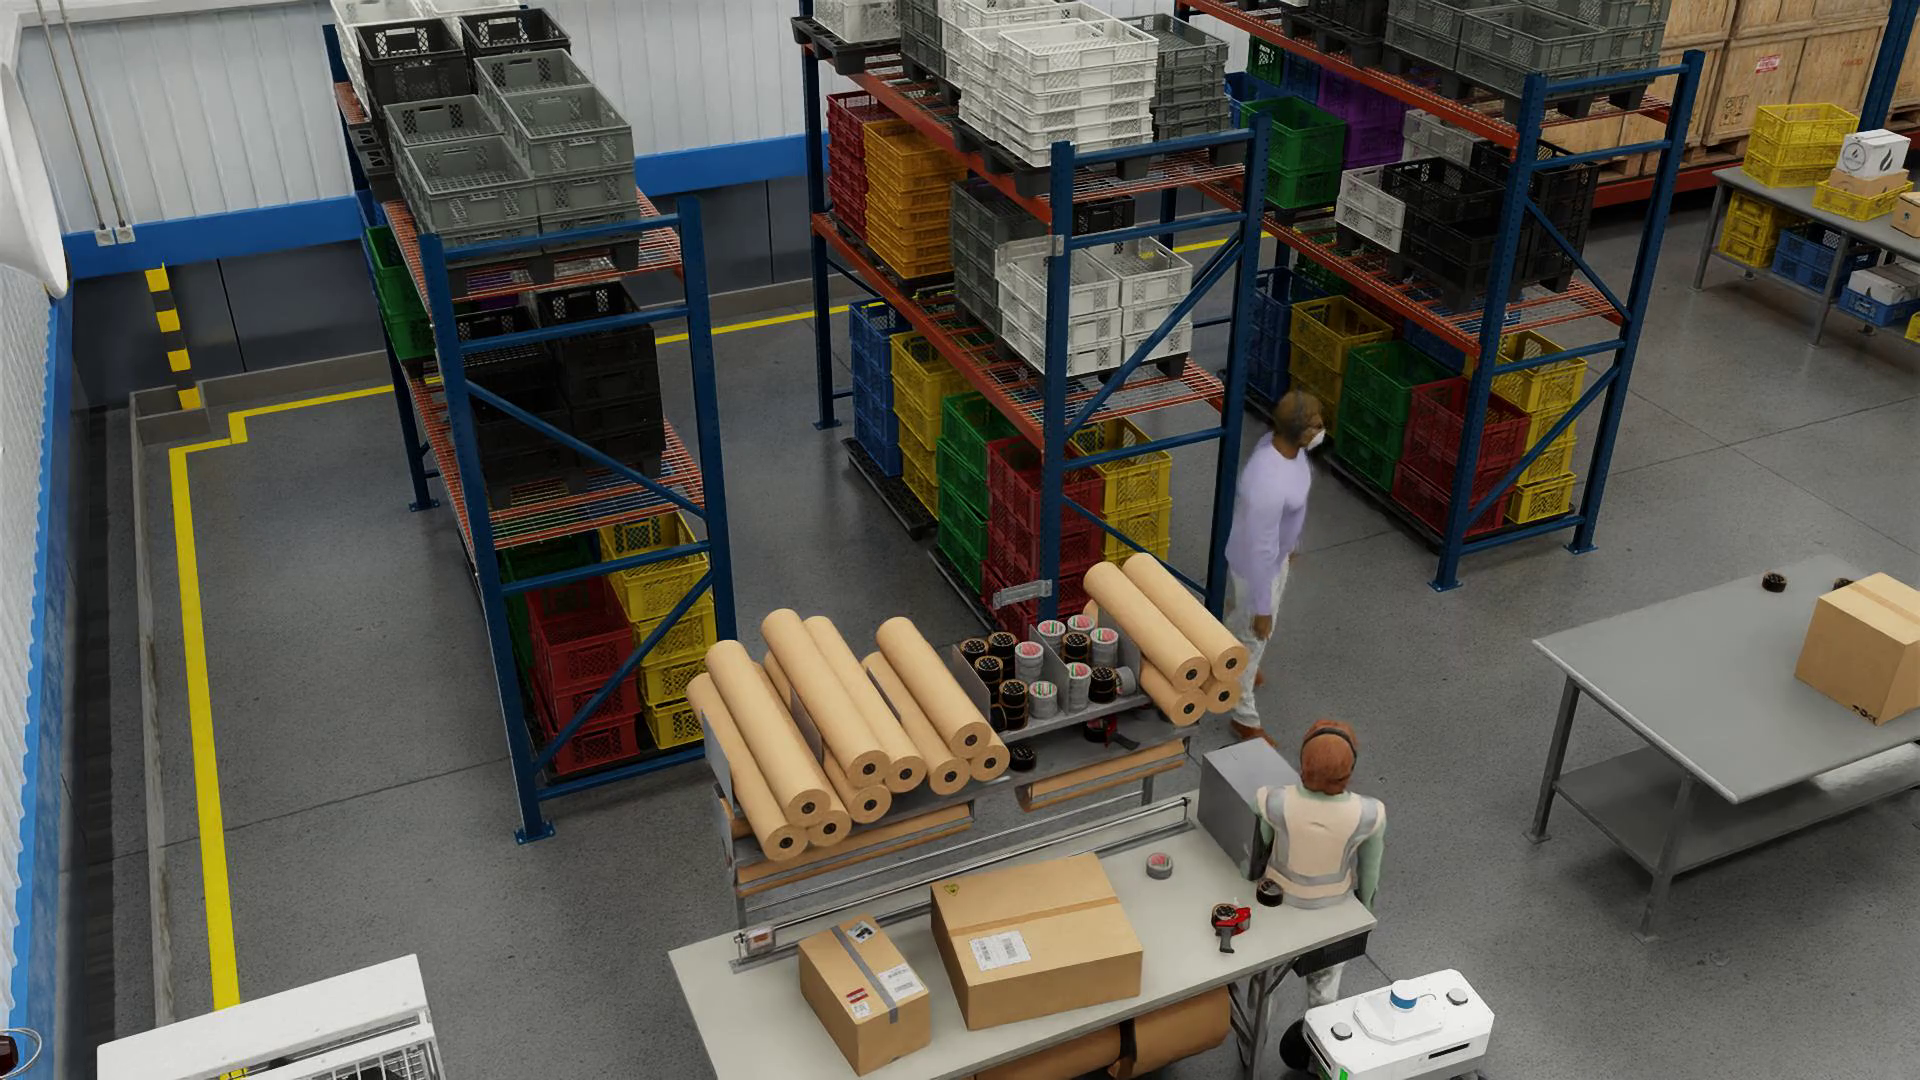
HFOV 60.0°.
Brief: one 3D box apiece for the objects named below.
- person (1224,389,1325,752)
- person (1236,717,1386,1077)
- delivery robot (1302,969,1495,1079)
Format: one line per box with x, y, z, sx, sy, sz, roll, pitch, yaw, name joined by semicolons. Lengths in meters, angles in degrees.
1.450;0.152;8.124;0.459;1.941;0.793;12;33;18;person
1.326;1.400;6.385;0.522;1.630;0.319;4;32;6;person
1.701;1.919;6.473;0.707;0.478;0.477;-11;33;-17;delivery robot
